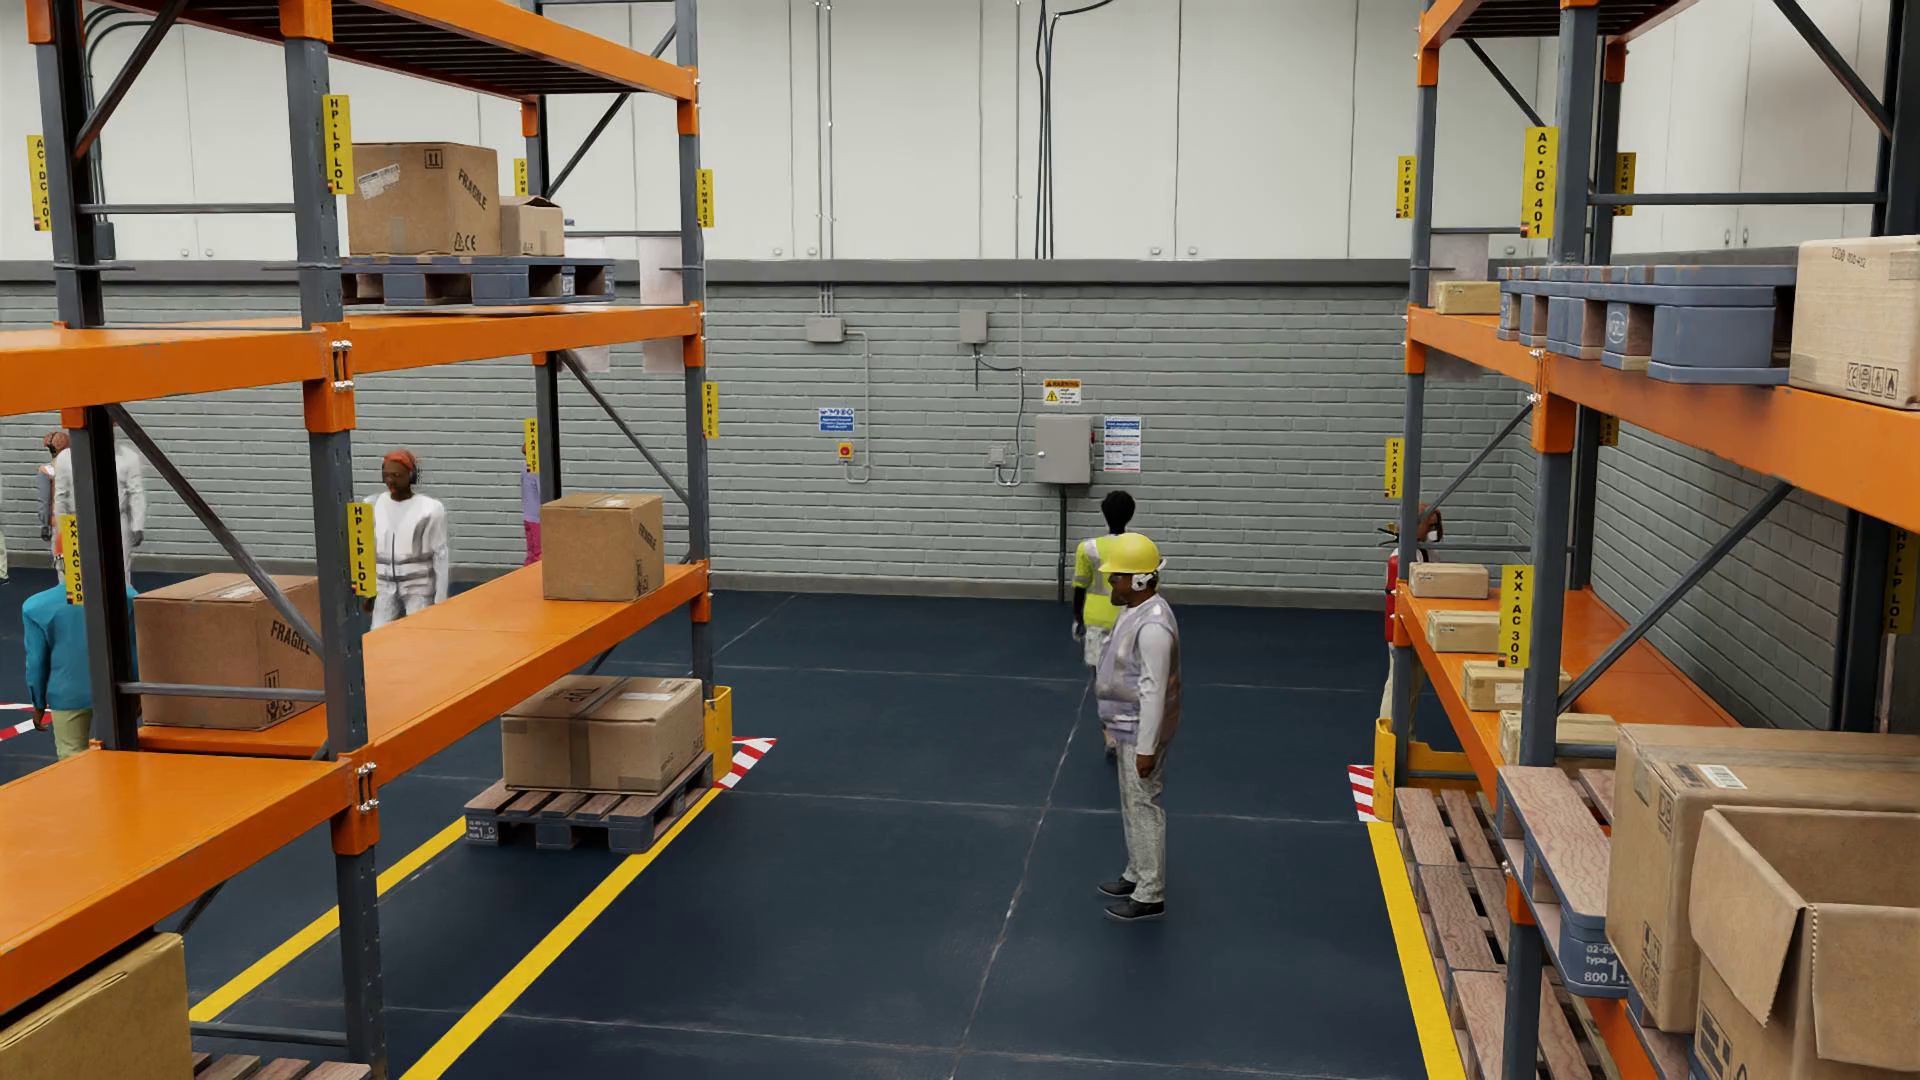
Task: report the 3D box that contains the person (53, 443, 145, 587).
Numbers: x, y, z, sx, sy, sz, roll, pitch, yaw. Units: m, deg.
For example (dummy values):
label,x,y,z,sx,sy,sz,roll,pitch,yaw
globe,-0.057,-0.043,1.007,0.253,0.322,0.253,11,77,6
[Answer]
label,x,y,z,sx,sy,sz,roll,pitch,yaw
person,-7.048,-0.100,13.604,0.694,1.883,0.446,-5,10,-28

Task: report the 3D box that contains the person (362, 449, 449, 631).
label,x,y,z,sx,sy,sz,roll,pitch,yaw
person,-3.644,0.339,10.917,0.599,1.873,0.424,1,9,7

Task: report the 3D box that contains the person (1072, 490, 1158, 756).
label,x,y,z,sx,sy,sz,roll,pitch,yaw
person,0.982,0.512,10.503,0.533,1.662,0.824,-1,9,-5

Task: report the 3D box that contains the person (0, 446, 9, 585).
label,x,y,z,sx,sy,sz,roll,pitch,yaw
person,-9.447,-0.413,15.981,0.574,1.738,0.352,4,10,22

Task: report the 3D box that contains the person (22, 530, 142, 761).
label,x,y,z,sx,sy,sz,roll,pitch,yaw
person,-4.495,0.780,8.569,0.564,1.751,0.330,-8,12,-40

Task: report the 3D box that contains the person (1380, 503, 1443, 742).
label,x,y,z,sx,sy,sz,roll,pitch,yaw
person,2.779,0.578,10.188,0.271,1.631,0.507,9,13,44

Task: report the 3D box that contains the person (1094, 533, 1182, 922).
label,x,y,z,sx,sy,sz,roll,pitch,yaw
person,0.829,0.870,7.804,0.403,1.827,0.603,0,9,-2
